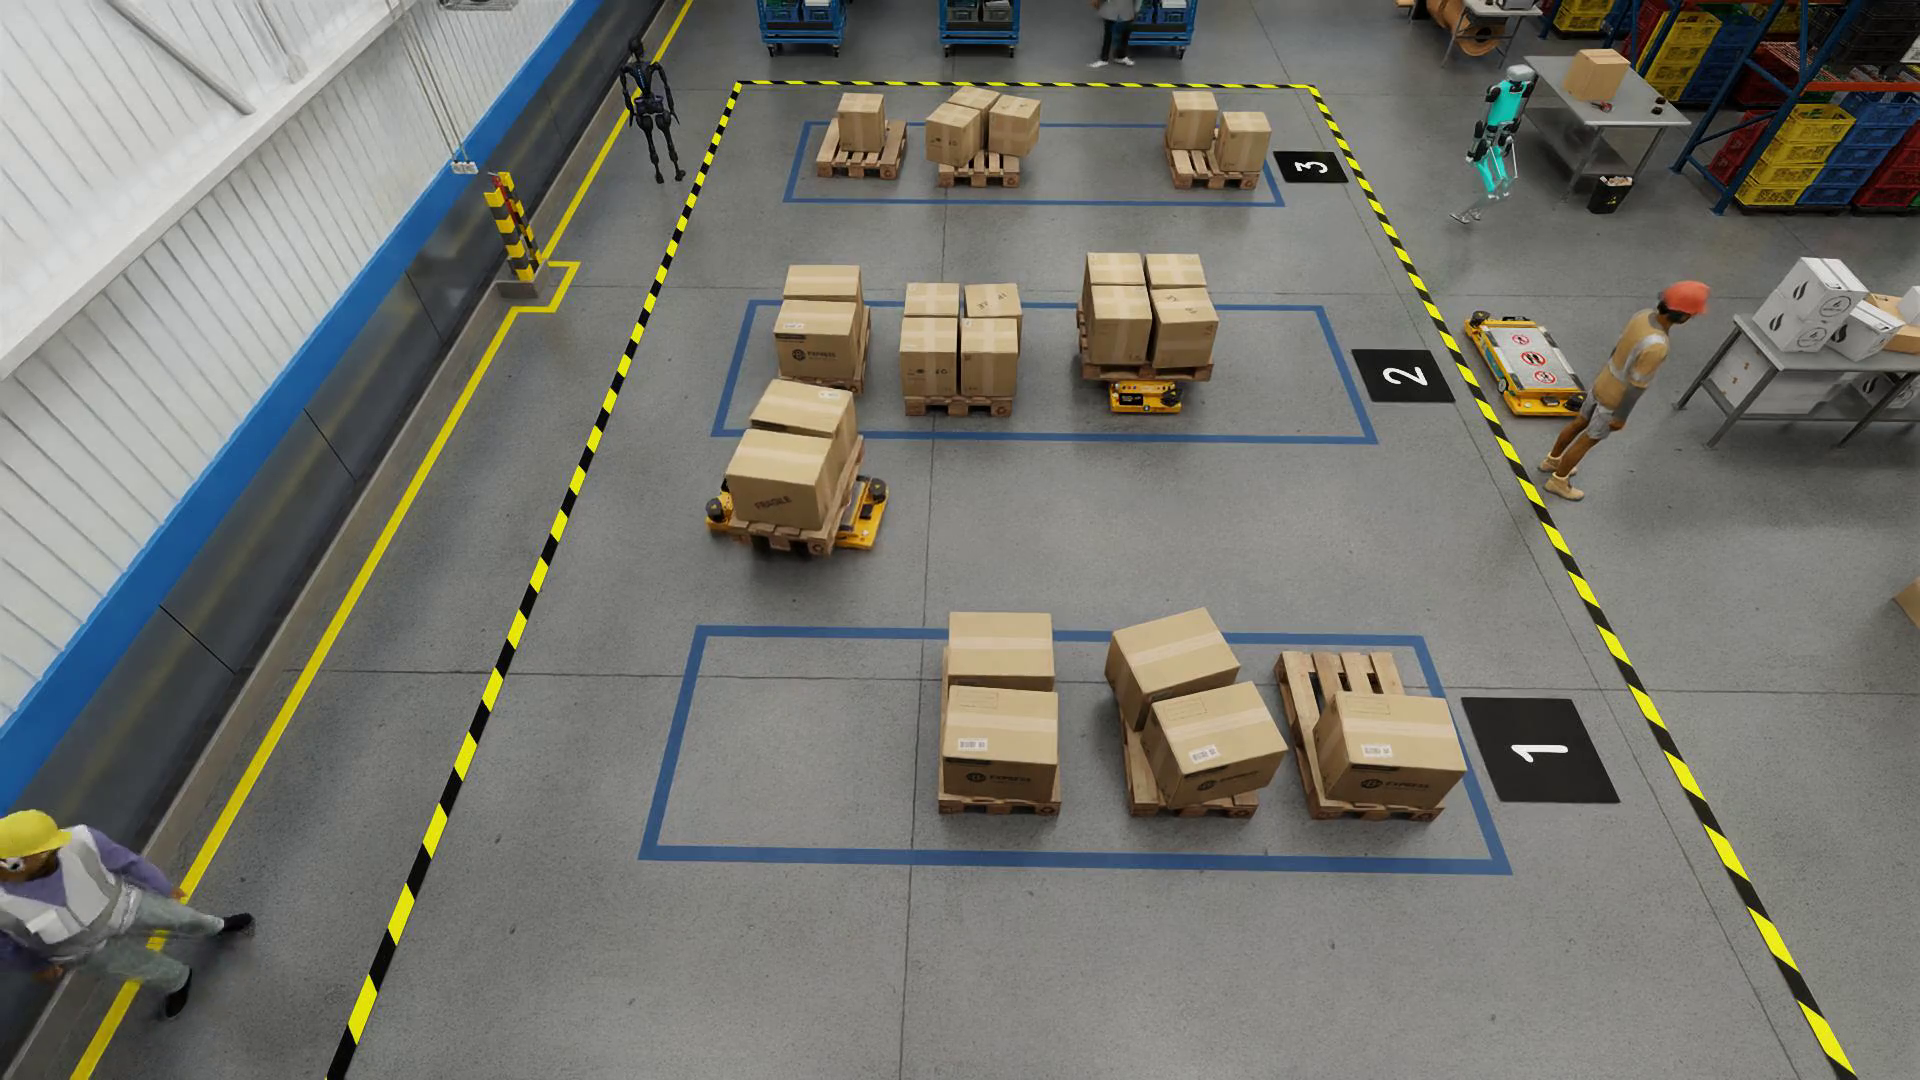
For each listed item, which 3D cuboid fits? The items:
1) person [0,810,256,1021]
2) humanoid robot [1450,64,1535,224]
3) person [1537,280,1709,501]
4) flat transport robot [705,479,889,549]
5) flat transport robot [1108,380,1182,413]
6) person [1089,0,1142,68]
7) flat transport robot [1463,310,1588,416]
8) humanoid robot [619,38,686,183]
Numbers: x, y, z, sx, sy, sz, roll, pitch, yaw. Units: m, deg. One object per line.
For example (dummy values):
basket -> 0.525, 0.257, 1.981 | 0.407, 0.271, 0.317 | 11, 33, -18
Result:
person -> -4.498, 1.990, 4.820 | 0.406, 1.777, 0.671 | 27, 54, 21
humanoid robot -> 6.022, -4.309, 10.201 | 0.533, 1.679, 0.735 | -11, 50, -10
person -> 5.305, -1.186, 7.386 | 0.365, 2.048, 0.606 | 12, 50, 10
flat transport robot -> -1.375, -0.312, 7.785 | 1.431, 0.197, 0.652 | 8, 50, 7
flat transport robot -> 1.773, -1.807, 9.079 | 0.652, 0.197, 1.431 | 1, 49, 1
person -> 2.286, -7.754, 13.232 | 0.699, 1.808, 0.374 | 2, 49, 2
flat transport robot -> 5.573, -1.757, 9.054 | 0.659, 0.231, 1.431 | 1, 49, 1
humanoid robot -> -3.733, -5.173, 11.072 | 0.599, 1.653, 0.315 | -7, 49, -6
